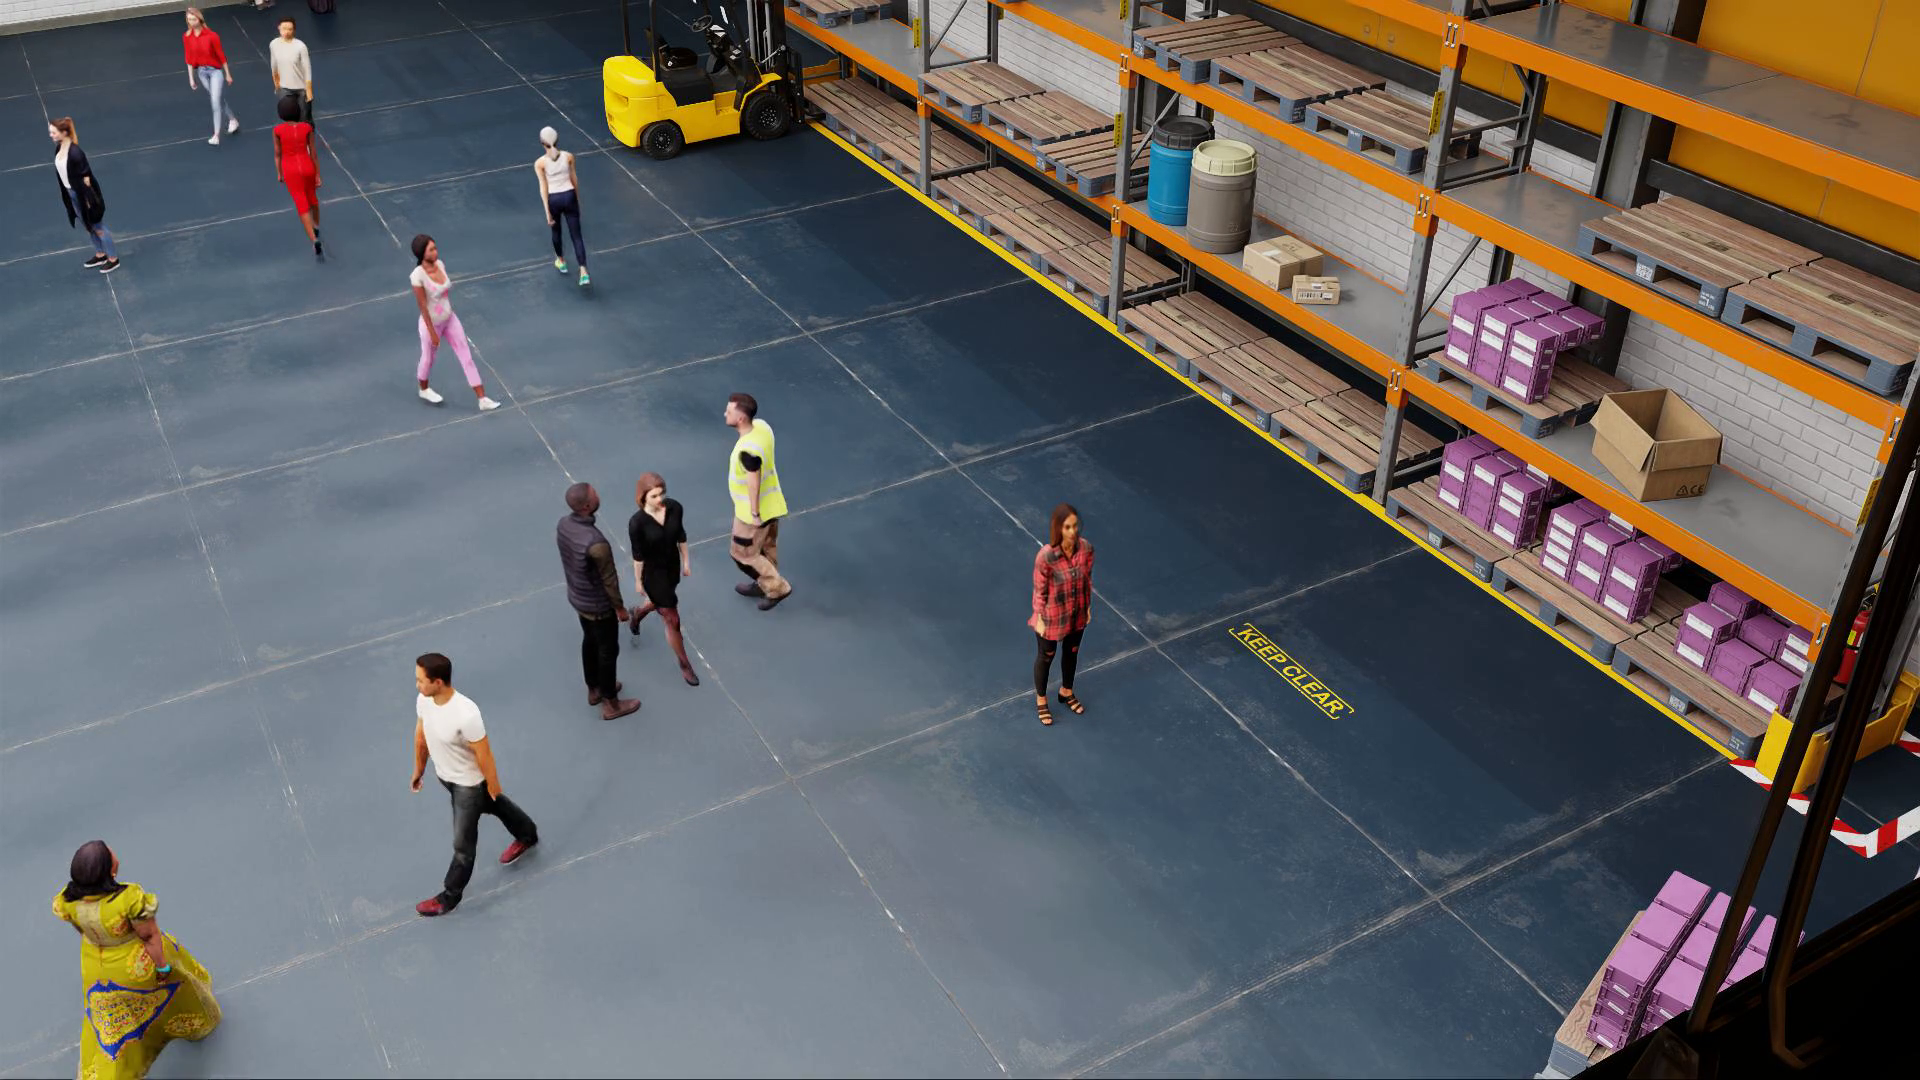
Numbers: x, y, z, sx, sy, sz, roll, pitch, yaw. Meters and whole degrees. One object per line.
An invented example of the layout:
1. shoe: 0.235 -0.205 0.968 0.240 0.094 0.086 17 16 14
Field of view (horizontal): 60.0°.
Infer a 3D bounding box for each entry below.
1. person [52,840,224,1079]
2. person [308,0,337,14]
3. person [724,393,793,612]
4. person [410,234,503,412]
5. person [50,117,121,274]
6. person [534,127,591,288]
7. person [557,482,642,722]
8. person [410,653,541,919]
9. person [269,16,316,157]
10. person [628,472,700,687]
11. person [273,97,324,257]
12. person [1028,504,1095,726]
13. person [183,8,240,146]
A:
1. person: -4.418 2.308 8.750 1.158 1.621 1.431 -1 34 -2
2. person: -10.082 -9.039 25.825 0.693 1.616 0.773 17 37 23
3. person: -1.460 -0.284 12.457 0.934 1.834 0.867 4 34 7
4. person: -4.799 -1.940 15.080 1.198 1.688 1.012 15 36 21
5. person: -9.327 -3.675 17.695 0.651 1.683 0.776 20 39 28
6. person: -4.105 -3.440 17.354 0.673 1.668 1.190 -14 36 -20
7. person: -2.522 0.408 11.415 0.782 1.835 0.557 -23 40 -31
8. person: -2.907 1.369 10.049 1.202 1.747 0.990 24 40 31
9. person: -8.190 -5.580 20.477 0.879 1.776 0.958 5 34 7
10. person: -2.187 0.214 11.856 1.149 1.670 0.811 27 42 34
11. person: -7.141 -3.900 18.013 0.636 1.706 1.070 -20 39 -28
12. person: 0.695 0.500 11.399 0.607 1.700 0.543 -16 37 -23
13. person: -9.453 -5.879 21.041 1.020 1.650 1.234 0 34 0
